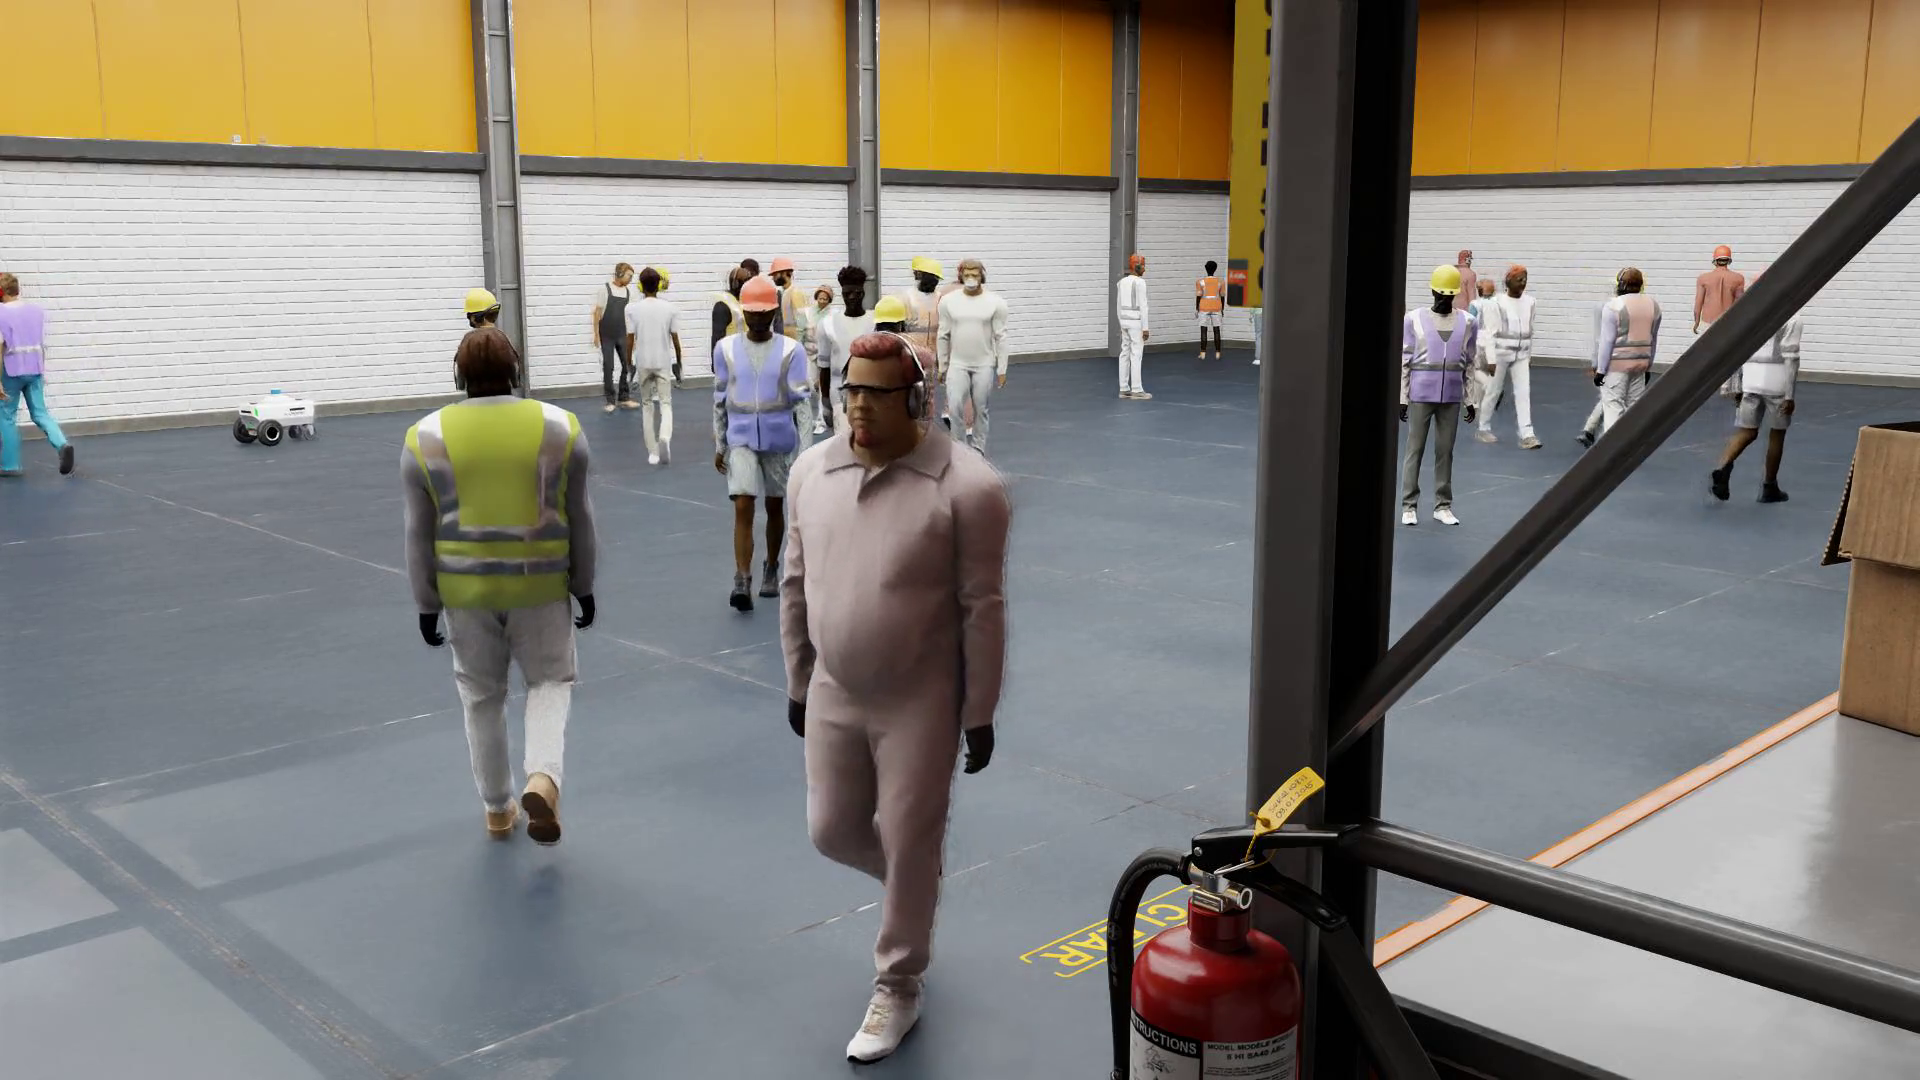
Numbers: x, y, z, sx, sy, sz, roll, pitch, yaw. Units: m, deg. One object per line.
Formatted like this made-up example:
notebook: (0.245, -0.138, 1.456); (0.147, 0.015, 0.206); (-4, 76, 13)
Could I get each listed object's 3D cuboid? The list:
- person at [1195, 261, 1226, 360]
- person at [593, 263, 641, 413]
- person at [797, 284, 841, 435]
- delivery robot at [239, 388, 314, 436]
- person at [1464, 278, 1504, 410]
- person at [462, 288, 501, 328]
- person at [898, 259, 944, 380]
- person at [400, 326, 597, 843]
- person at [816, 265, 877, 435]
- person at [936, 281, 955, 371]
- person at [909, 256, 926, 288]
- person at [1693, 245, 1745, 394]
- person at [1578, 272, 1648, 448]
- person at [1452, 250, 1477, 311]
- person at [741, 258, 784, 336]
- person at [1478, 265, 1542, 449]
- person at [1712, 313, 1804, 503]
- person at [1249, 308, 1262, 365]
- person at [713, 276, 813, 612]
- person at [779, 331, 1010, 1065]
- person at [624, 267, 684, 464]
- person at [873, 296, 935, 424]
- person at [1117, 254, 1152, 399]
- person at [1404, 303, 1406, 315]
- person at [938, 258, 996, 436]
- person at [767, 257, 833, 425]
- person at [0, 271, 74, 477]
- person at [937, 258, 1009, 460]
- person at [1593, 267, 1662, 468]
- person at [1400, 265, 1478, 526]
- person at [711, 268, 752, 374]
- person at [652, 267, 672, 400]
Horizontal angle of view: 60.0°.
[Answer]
person: (4.304, -3.952, 28.632); (0.540, 1.695, 0.317); (-1, 10, -5)
person: (-4.179, -2.447, 20.171); (0.639, 1.806, 0.360); (-9, 13, -39)
person: (-1.495, -1.942, 17.873); (0.577, 1.613, 0.443); (3, 11, 18)
delivery robot: (-7.035, -1.319, 17.138); (0.477, 0.478, 0.707); (7, 13, 34)
person: (6.389, -2.370, 20.215); (0.518, 1.616, 0.659); (-6, 12, -30)
person: (-3.300, -0.878, 11.693); (0.329, 1.765, 0.525); (-2, 11, -11)
person: (-0.472, -2.052, 17.800); (0.715, 1.883, 0.506); (-8, 13, -36)
person: (-1.574, 0.180, 5.734); (0.641, 1.829, 0.607); (-2, 11, -13)
person: (-0.739, -1.063, 12.278); (0.623, 1.930, 0.972); (-1, 10, -6)
person: (-0.037, -2.338, 20.132); (0.525, 1.584, 0.870); (1, 10, 4)
person: (-0.559, -3.218, 24.291); (0.403, 1.822, 0.588); (0, 10, 2)
person: (10.198, -2.956, 22.379); (0.615, 1.997, 0.373); (4, 11, 19)
person: (6.379, -1.709, 16.132); (0.406, 1.803, 0.606); (-4, 11, -19)
person: (8.022, -3.676, 26.585); (0.402, 1.903, 0.642); (-6, 12, -28)
person: (-2.165, -2.125, 18.136); (0.610, 1.889, 0.702); (3, 11, 14)
person: (5.553, -1.848, 16.804); (0.598, 1.832, 1.005); (-3, 11, -14)
person: (6.337, -1.219, 13.144); (0.746, 1.915, 0.553); (-6, 12, -30)
person: (5.036, -3.712, 27.497); (0.497, 1.634, 0.279); (0, 10, 2)
person: (-1.131, -0.543, 9.502); (0.576, 1.887, 0.965); (0, 10, -2)
person: (-0.169, 0.384, 4.450); (0.662, 1.890, 0.635); (5, 11, 25)
person: (-2.815, -1.585, 15.337); (0.534, 1.845, 0.712); (-2, 11, -9)
person: (-0.419, -0.677, 10.642); (0.523, 1.751, 0.377); (1, 10, 8)
person: (2.276, -2.783, 21.739); (0.354, 1.887, 0.573); (-6, 12, -30)
person: (5.930, -3.005, 22.986); (0.510, 1.877, 0.328); (7, 12, 32)
person: (0.080, -2.049, 17.748); (0.636, 1.894, 0.443); (9, 14, 41)
person: (-1.774, -2.238, 18.752); (0.716, 1.887, 0.623); (-4, 11, -19)
person: (-8.221, -1.442, 14.600); (0.776, 1.822, 0.568); (5, 12, 25)
person: (0.101, -1.506, 14.670); (0.655, 1.921, 0.668); (1, 10, 6)
person: (6.070, -1.567, 15.229); (0.635, 1.842, 0.429); (-4, 11, -20)
person: (3.518, -1.059, 12.255); (0.585, 1.917, 0.380); (-1, 10, -3)
person: (-2.189, -1.886, 17.096); (0.932, 1.792, 0.639); (4, 11, 22)
person: (-3.876, -2.663, 21.519); (0.371, 1.724, 0.501); (-8, 13, -36)
